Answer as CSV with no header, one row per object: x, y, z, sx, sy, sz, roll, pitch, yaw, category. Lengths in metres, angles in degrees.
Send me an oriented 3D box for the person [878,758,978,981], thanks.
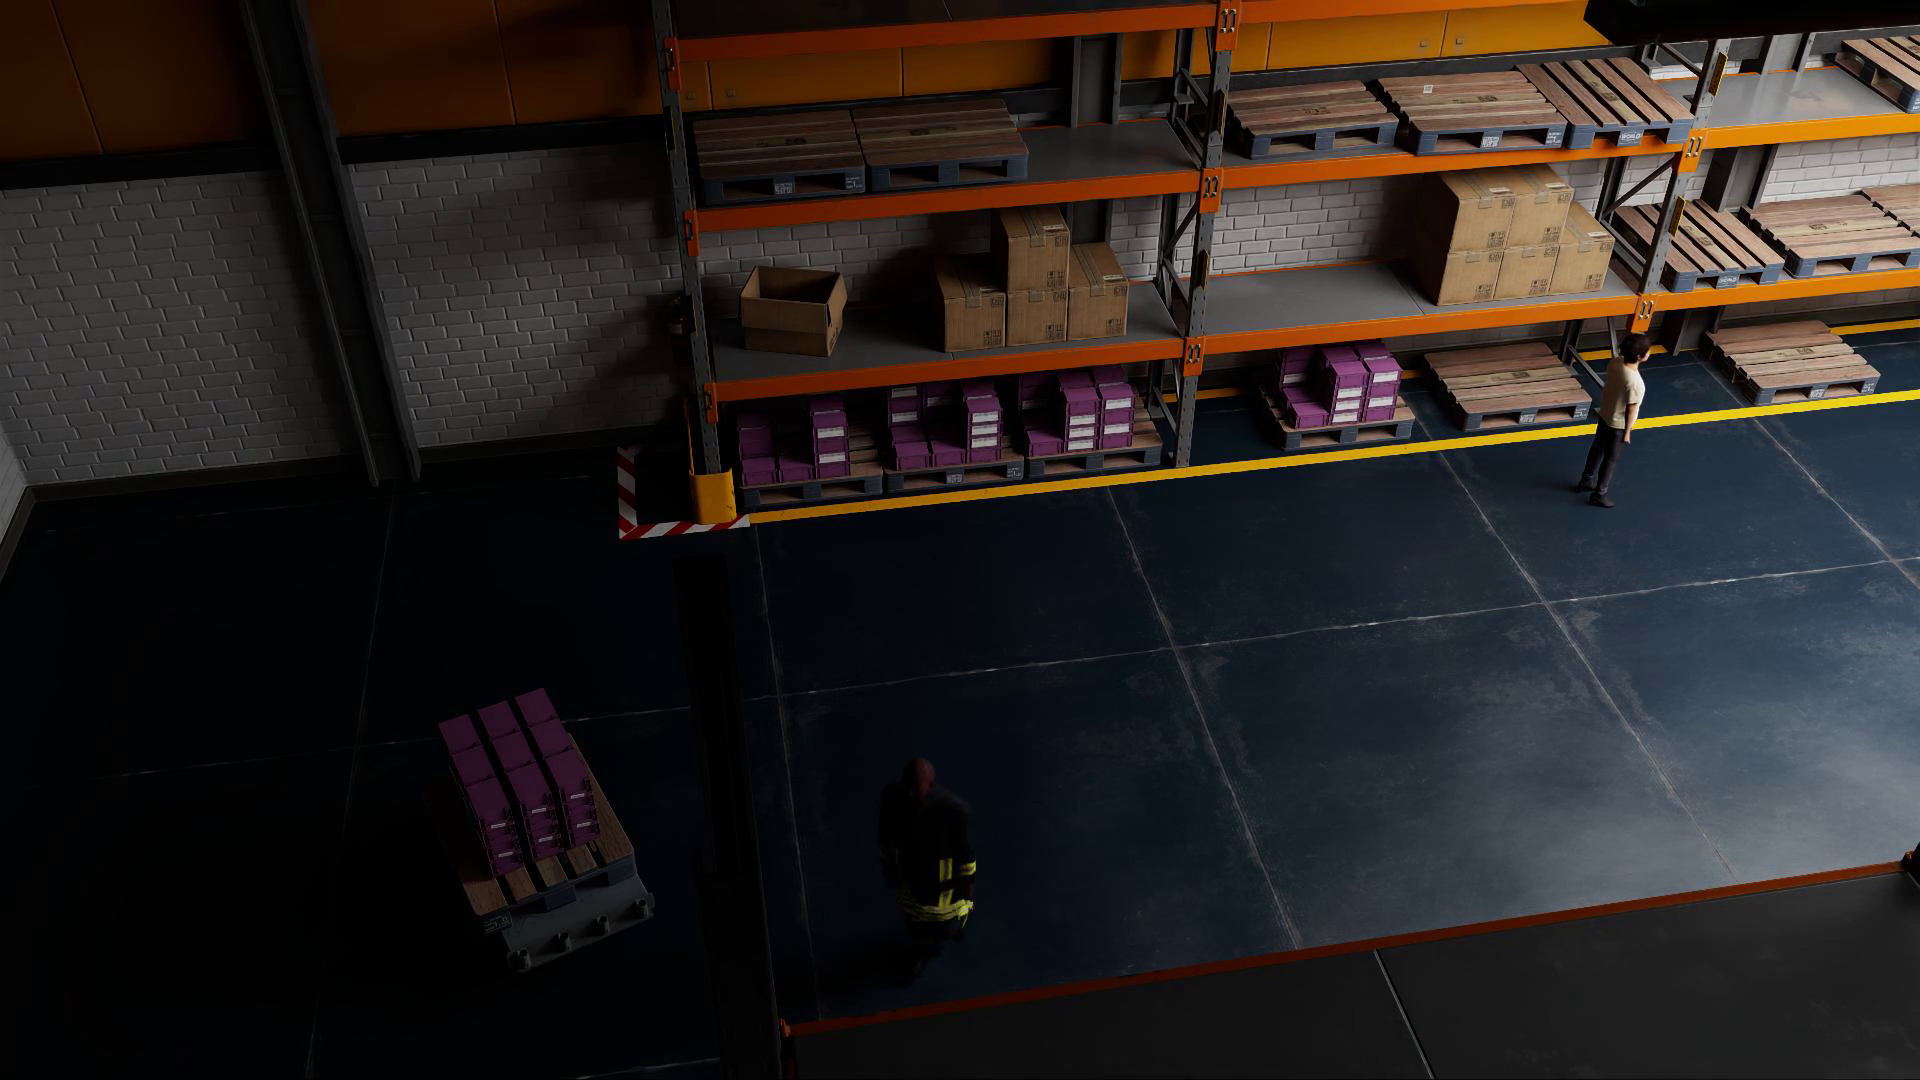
-0.145,1.859,9.855,1.033,1.807,1.067,14,41,16,person

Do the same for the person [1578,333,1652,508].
5.365,-0.988,13.596,0.464,1.588,0.595,-7,39,-9,person
